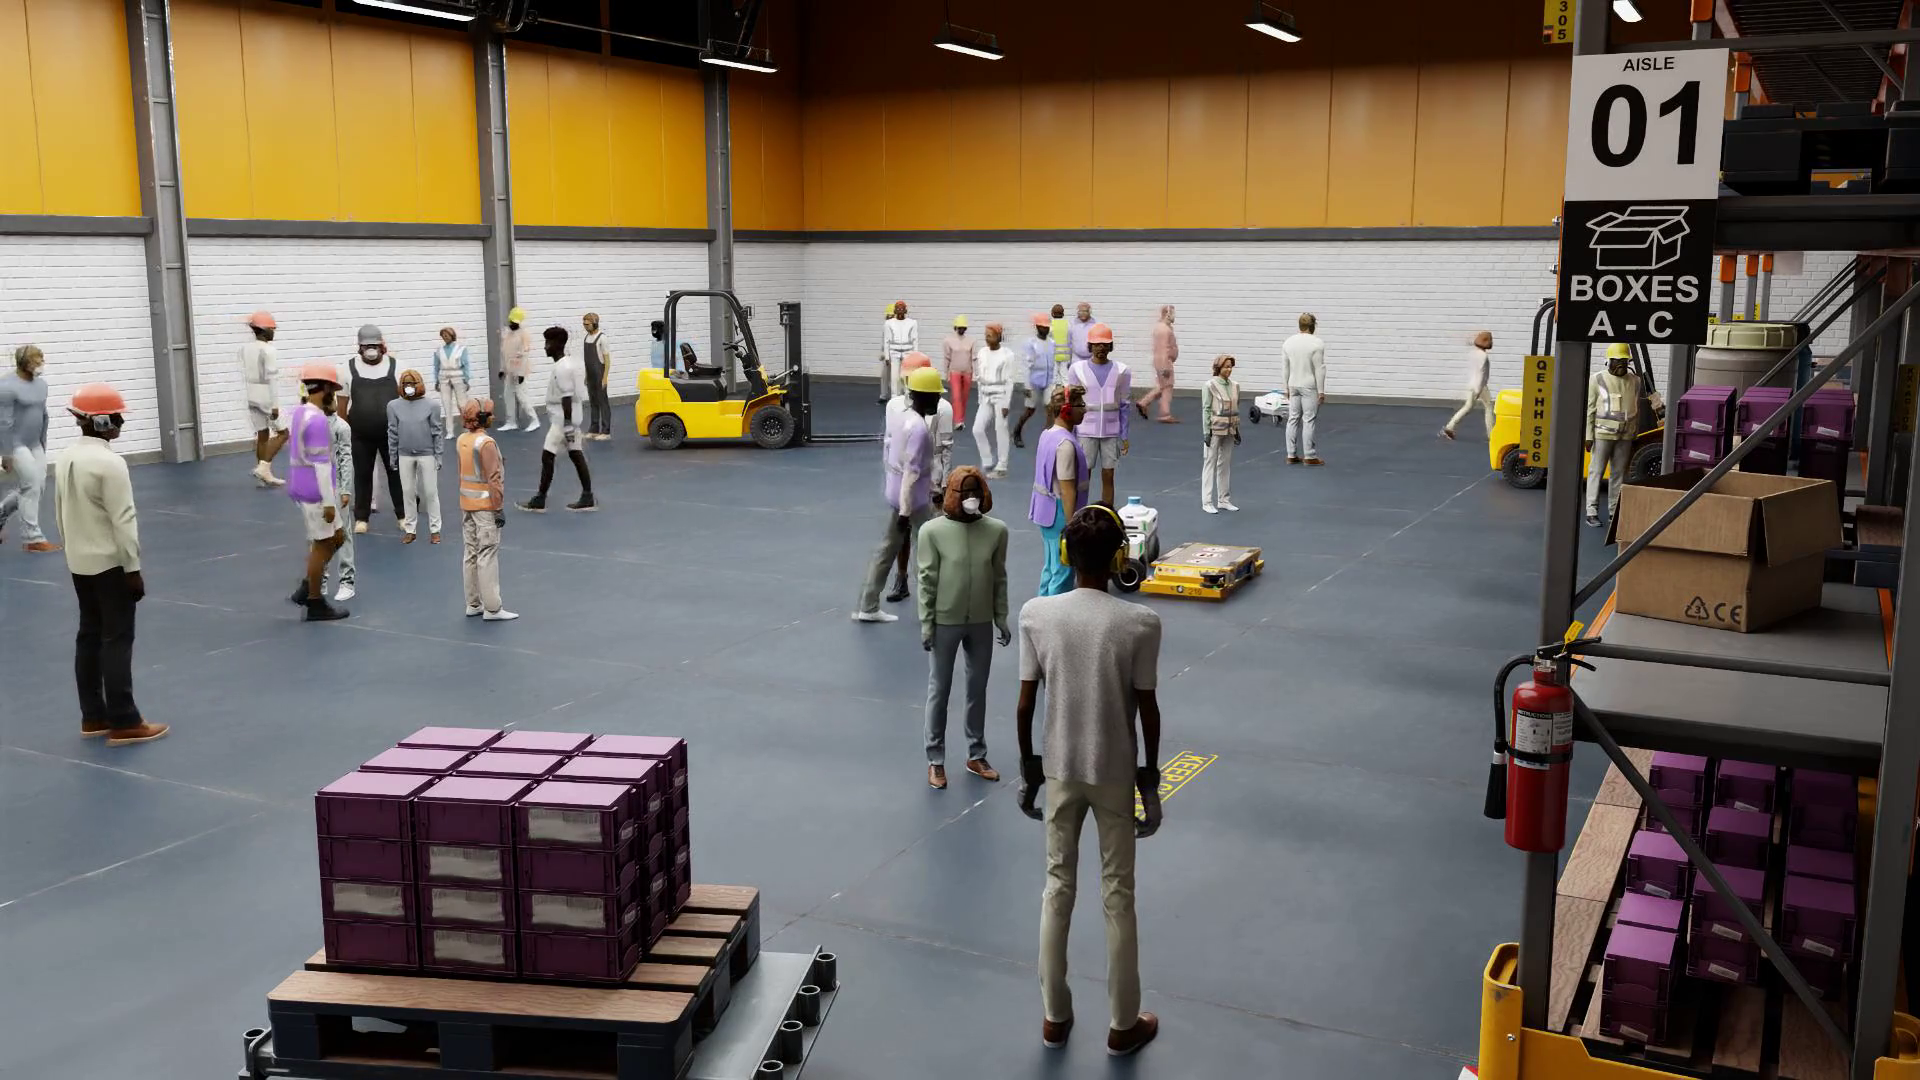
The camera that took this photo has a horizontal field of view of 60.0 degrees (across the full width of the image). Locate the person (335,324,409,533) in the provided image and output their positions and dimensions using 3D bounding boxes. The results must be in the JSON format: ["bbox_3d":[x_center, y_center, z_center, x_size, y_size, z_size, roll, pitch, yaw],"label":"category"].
[{"bbox_3d":[-5.598,-1.073,15.945,0.700,2.000,0.536,-4,10,-21],"label":"person"}]

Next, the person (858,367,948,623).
[{"bbox_3d":[-0.282,-0.313,12.037,1.009,1.871,0.598,-3,10,-18],"label":"person"}]

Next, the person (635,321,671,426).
[{"bbox_3d":[-4.590,-2.572,25.757,0.541,1.651,0.884,9,13,42],"label":"person"}]

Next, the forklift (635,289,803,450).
[{"bbox_3d":[-3.358,-2.392,23.136,2.313,2.155,1.214,-1,10,-5],"label":"forklift"}]

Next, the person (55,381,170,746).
[{"bbox_3d":[-4.681,0.126,9.136,0.622,1.992,0.395,7,12,34],"label":"person"}]

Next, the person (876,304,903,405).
[{"bbox_3d":[-1.237,-3.248,29.225,0.494,1.800,0.598,-5,11,-28],"label":"person"}]

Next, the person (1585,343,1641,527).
[{"bbox_3d":[6.425,-1.042,16.365,0.598,1.832,0.404,-2,10,-11],"label":"person"}]

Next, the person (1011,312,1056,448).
[{"bbox_3d":[1.043,-2.160,22.656,0.556,1.908,0.929,-7,12,-36],"label":"person"}]

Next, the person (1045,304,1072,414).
[{"bbox_3d":[1.630,-3.001,27.682,0.627,1.845,0.429,-1,10,-6],"label":"person"}]

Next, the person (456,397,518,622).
[{"bbox_3d":[-3.499,-0.224,12.184,0.310,1.642,0.514,-9,14,-43],"label":"person"}]

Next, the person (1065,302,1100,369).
[{"bbox_3d":[2.048,-2.937,27.224,0.644,1.867,0.944,0,10,1],"label":"person"}]

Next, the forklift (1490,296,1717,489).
[{"bbox_3d":[7.296,-1.677,18.993,2.313,2.155,1.214,5,11,27],"label":"forklift"}]

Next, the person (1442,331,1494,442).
[{"bbox_3d":[7.315,-2.175,23.620,0.839,1.593,0.496,0,10,-1],"label":"person"}]

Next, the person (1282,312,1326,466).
[{"bbox_3d":[4.354,-1.901,21.032,0.370,1.940,0.627,-8,13,-40],"label":"person"}]

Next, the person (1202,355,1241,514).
[{"bbox_3d":[2.704,-1.100,17.256,0.514,1.643,0.307,-7,12,-36],"label":"person"}]

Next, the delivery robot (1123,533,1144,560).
[{"bbox_3d":[1.125,0.066,13.376,0.707,0.478,0.477,1,10,6],"label":"delivery robot"}]

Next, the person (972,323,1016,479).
[{"bbox_3d":[0.366,-1.631,19.677,0.551,1.863,0.618,-10,14,-44],"label":"person"}]

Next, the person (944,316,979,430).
[{"bbox_3d":[0.037,-2.515,25.217,0.526,1.720,0.909,-2,10,-11],"label":"person"}]

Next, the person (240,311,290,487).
[{"bbox_3d":[-7.948,-1.600,19.055,0.604,2.028,0.417,6,11,30],"label":"person"}]

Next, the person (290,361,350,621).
[{"bbox_3d":[-4.643,-0.342,12.106,0.411,1.903,0.567,-6,11,-30],"label":"person"}]

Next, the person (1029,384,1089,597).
[{"bbox_3d":[0.650,-0.088,10.796,0.388,1.848,0.564,-2,10,-10],"label":"person"}]

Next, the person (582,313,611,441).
[{"bbox_3d":[-5.220,-2.337,23.855,0.506,1.837,0.350,8,13,40],"label":"person"}]

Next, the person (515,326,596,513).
[{"bbox_3d":[-4.226,-1.237,17.204,0.920,1.923,0.618,-1,10,-5],"label":"person"}]

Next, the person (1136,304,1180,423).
[{"bbox_3d":[3.156,-2.765,26.200,0.593,1.891,0.641,0,10,-2],"label":"person"}]

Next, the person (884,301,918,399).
[{"bbox_3d":[-1.003,-3.135,28.376,0.579,1.878,0.345,-1,10,-3],"label":"person"}]

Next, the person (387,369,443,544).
[{"bbox_3d":[-5.023,-0.765,15.368,0.501,1.626,0.282,-1,10,-4],"label":"person"}]

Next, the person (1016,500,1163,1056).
[{"bbox_3d":[0.434,0.800,5.597,0.514,1.870,0.332,4,10,20],"label":"person"}]

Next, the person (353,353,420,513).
[{"bbox_3d":[-5.974,-1.194,17.140,0.567,1.927,0.674,6,12,33],"label":"person"}]

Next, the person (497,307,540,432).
[{"bbox_3d":[-6.679,-2.567,25.078,0.667,1.883,0.415,8,13,39],"label":"person"}]

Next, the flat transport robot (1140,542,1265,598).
[{"bbox_3d":[1.992,0.229,13.524,0.652,0.197,1.431,4,11,23],"label":"flat transport robot"}]

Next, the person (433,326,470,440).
[{"bbox_3d":[-7.352,-2.279,24.094,0.537,1.625,0.467,0,10,2],"label":"person"}]

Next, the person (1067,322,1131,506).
[{"bbox_3d":[1.299,-1.006,15.545,0.608,2.044,0.370,-1,10,-6],"label":"person"}]

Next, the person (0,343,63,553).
[{"bbox_3d":[-8.478,-0.817,14.897,0.700,1.905,0.639,1,10,4],"label":"person"}]

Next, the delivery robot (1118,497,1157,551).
[{"bbox_3d":[1.517,-0.134,14.532,0.477,0.478,0.707,2,10,14],"label":"delivery robot"}]

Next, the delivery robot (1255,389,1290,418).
[{"bbox_3d":[4.923,-2.125,26.056,0.477,0.478,0.707,-4,10,-19],"label":"delivery robot"}]

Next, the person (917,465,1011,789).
[{"bbox_3d":[0.020,0.430,8.416,0.498,1.634,0.281,-4,11,-23],"label":"person"}]

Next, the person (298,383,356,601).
[{"bbox_3d":[-4.937,-0.396,12.885,0.487,1.744,0.297,2,10,14],"label":"person"}]

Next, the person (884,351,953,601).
[{"bbox_3d":[-0.327,-0.478,12.794,0.543,1.939,0.359,2,10,12],"label":"person"}]
